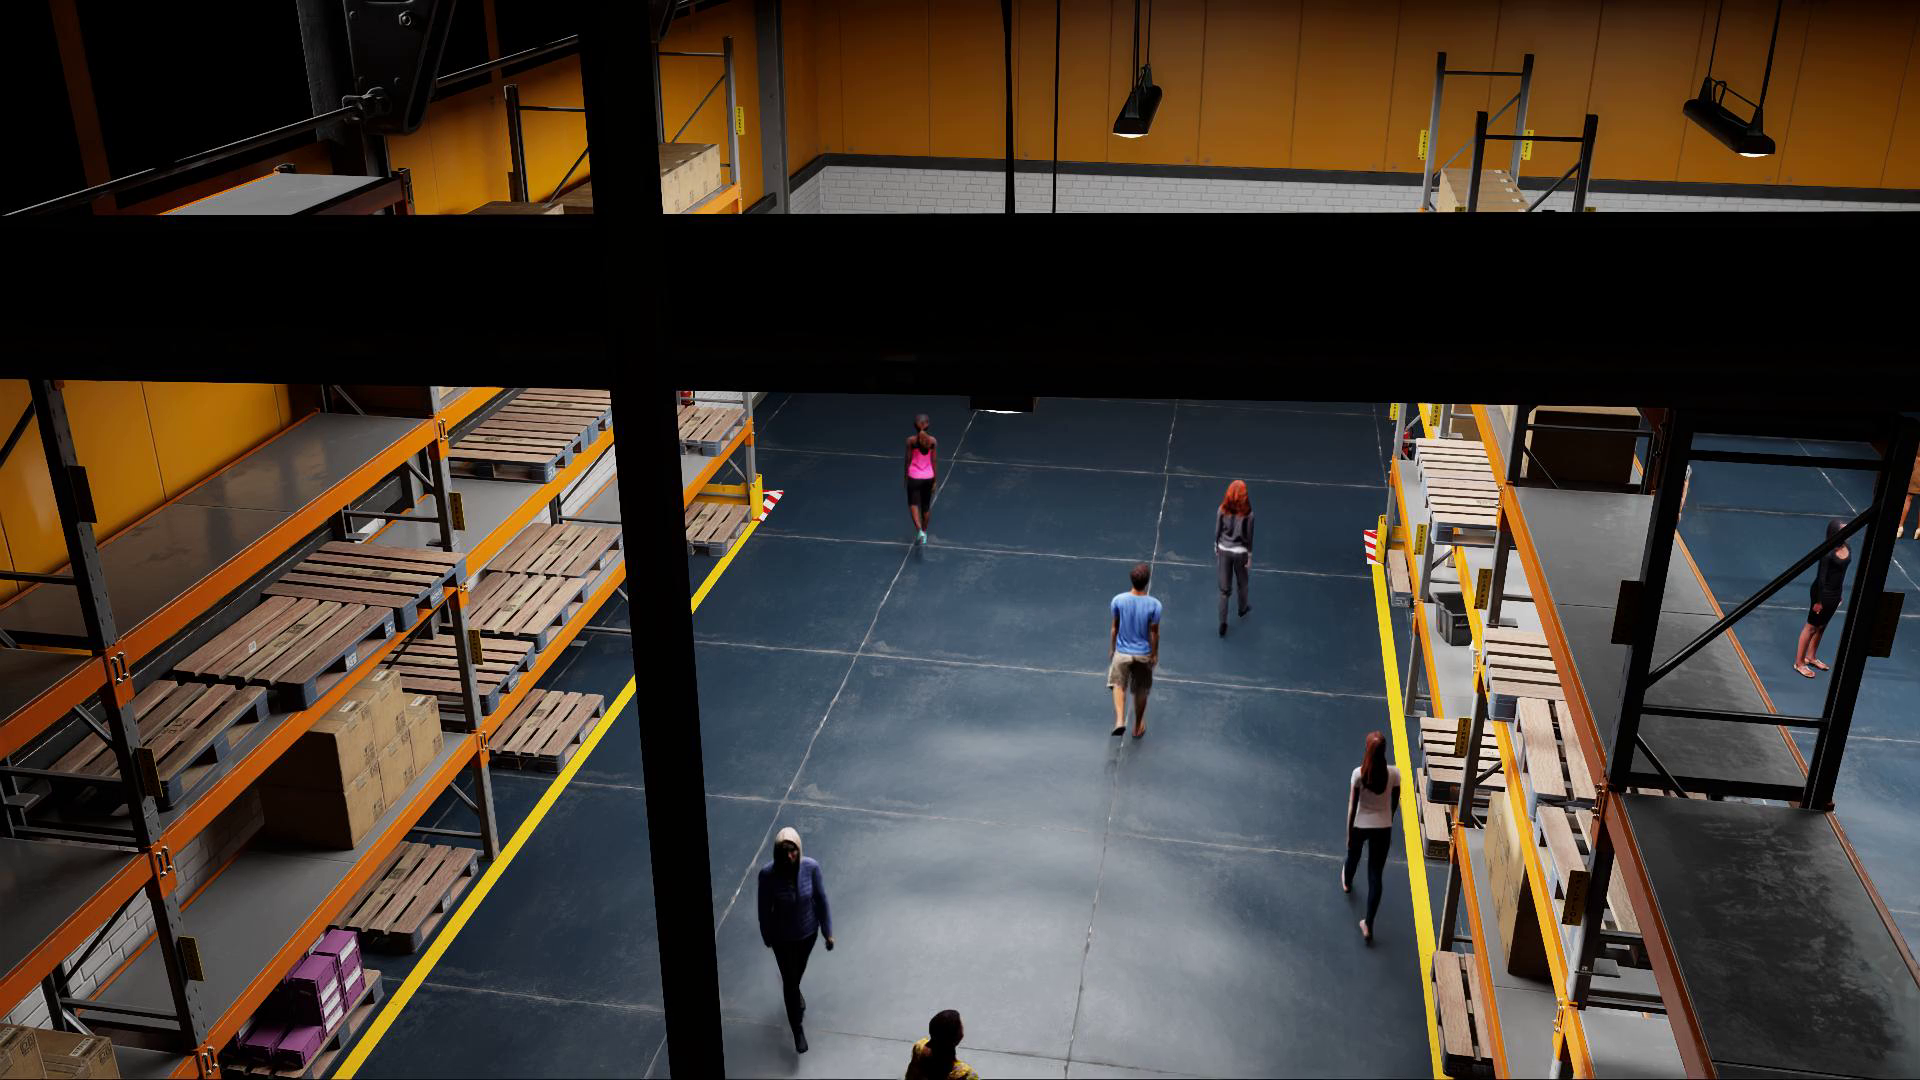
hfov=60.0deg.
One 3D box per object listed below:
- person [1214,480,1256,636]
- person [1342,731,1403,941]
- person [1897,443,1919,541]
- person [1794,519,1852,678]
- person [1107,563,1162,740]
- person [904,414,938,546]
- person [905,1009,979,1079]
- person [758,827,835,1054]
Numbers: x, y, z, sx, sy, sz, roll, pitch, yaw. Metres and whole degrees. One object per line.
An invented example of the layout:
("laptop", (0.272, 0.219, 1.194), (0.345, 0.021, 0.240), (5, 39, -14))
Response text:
("person", (2.969, 0.219, 18.248), (0.739, 1.751, 1.011), (9, 25, 19))
("person", (3.300, 2.396, 13.340), (0.603, 1.693, 1.103), (3, 24, 7))
("person", (11.973, -0.820, 20.703), (0.599, 1.689, 0.556), (8, 25, 18))
("person", (9.080, 0.587, 17.444), (0.674, 1.721, 0.728), (-15, 28, -31))
("person", (1.666, 1.127, 16.046), (0.655, 1.851, 0.786), (5, 24, 10))
("person", (-0.475, -0.702, 20.405), (0.729, 1.712, 0.924), (-3, 24, -8))
("person", (-0.175, 3.705, 10.446), (0.968, 1.613, 1.140), (16, 28, 33))
("person", (-1.237, 2.841, 12.322), (1.004, 1.694, 1.198), (-8, 25, -18))
